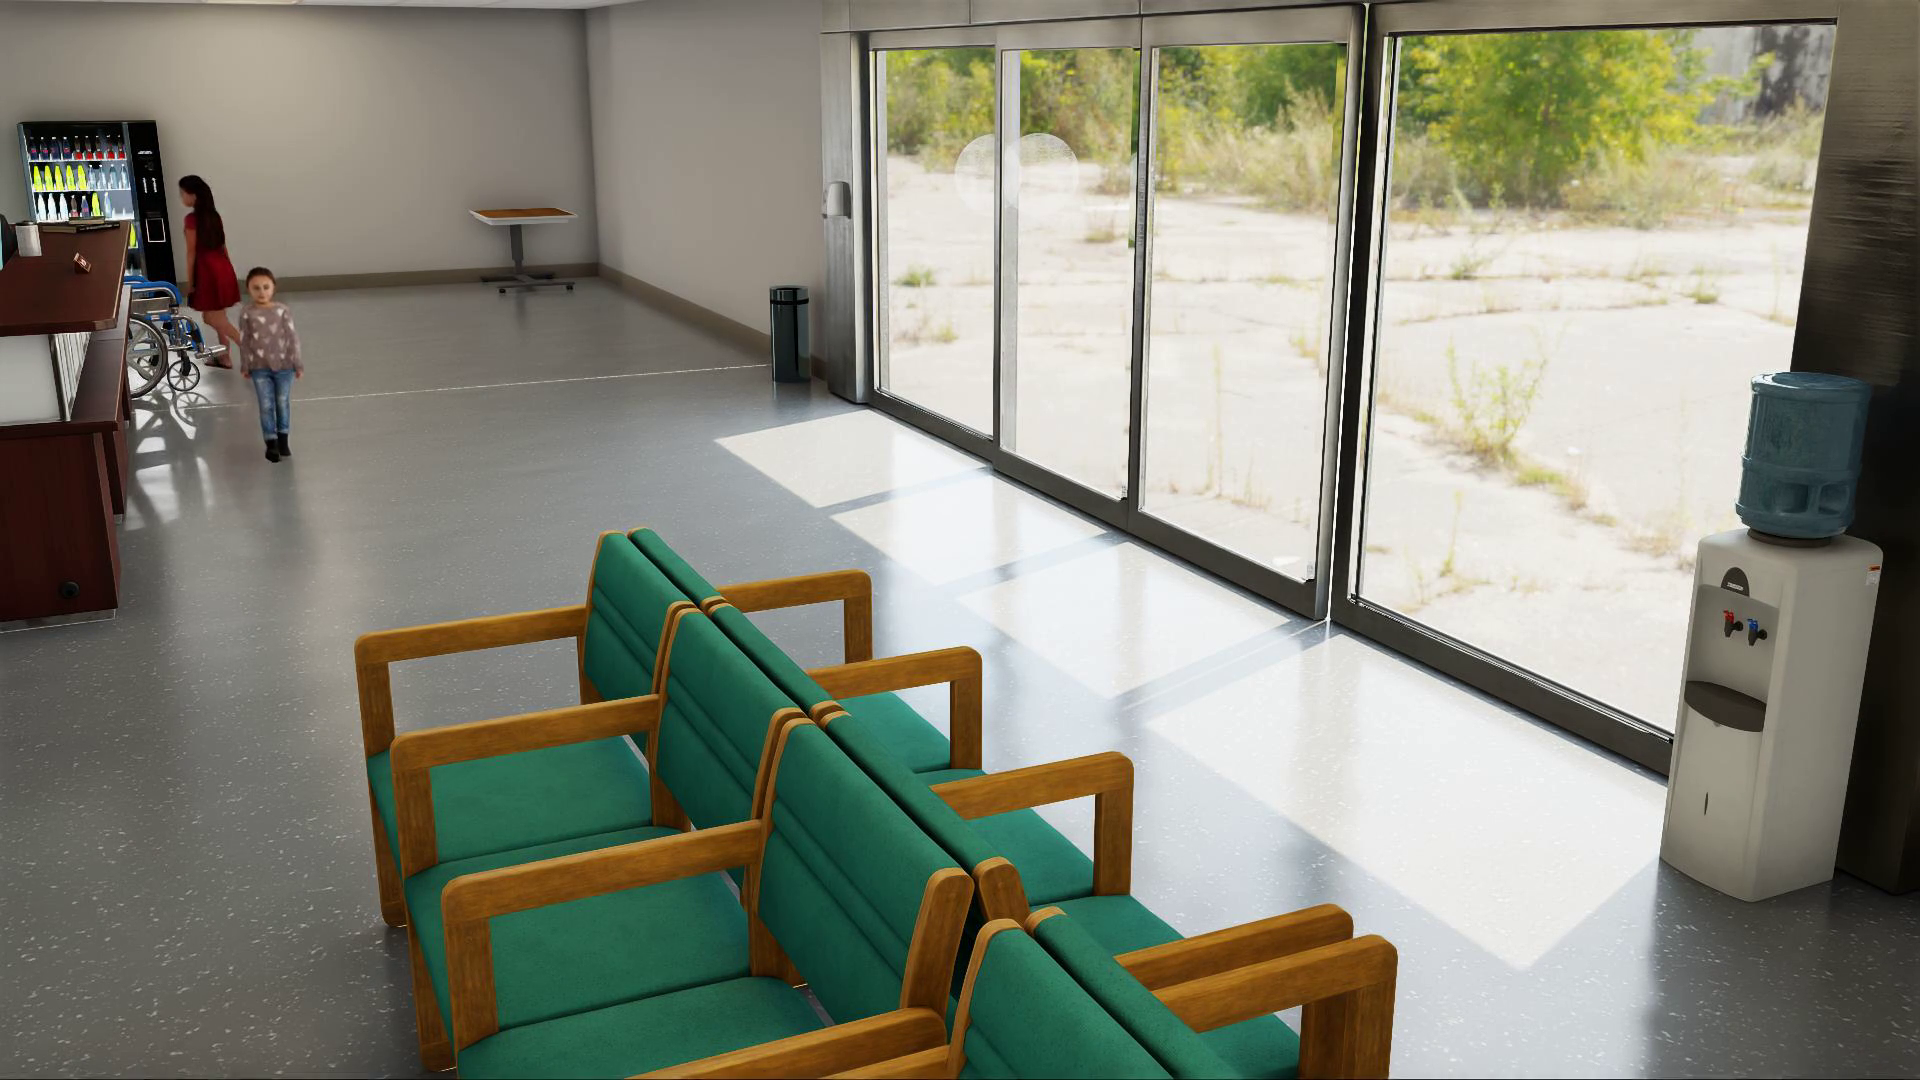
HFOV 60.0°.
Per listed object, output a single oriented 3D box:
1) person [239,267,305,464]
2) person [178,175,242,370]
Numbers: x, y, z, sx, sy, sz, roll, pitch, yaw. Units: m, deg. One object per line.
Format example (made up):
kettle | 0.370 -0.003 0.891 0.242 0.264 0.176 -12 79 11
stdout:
person | -4.208 -1.071 10.167 0.690 1.173 0.563 -7 17 -23
person | -5.824 -2.067 13.015 0.946 1.536 0.852 6 17 19
